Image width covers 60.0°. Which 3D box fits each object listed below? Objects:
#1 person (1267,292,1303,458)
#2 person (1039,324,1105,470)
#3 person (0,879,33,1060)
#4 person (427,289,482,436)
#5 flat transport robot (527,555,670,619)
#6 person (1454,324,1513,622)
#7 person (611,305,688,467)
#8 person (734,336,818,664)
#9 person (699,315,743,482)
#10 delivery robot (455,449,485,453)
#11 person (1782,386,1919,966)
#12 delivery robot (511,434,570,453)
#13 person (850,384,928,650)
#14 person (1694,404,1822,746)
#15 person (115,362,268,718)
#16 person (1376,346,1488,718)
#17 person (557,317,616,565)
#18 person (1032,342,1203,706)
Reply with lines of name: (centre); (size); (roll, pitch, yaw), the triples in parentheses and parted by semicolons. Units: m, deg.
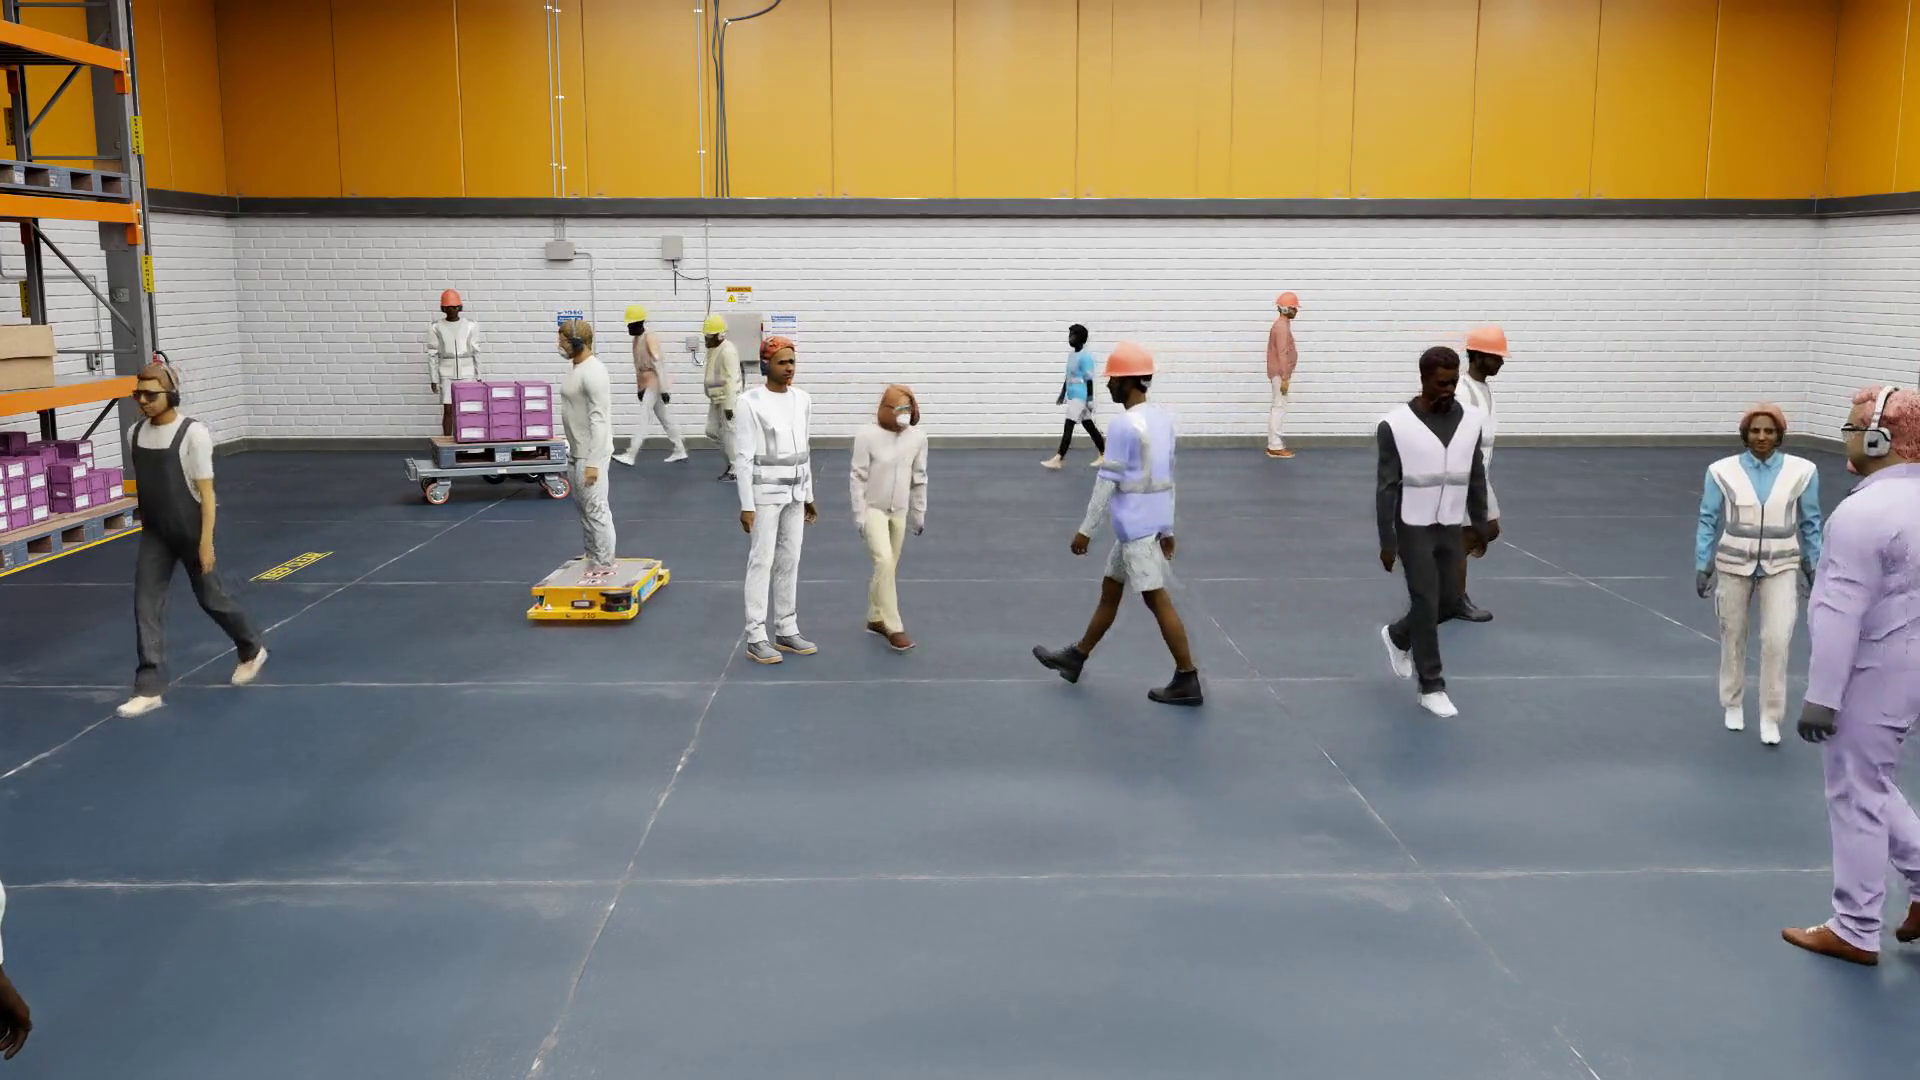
person: (3.896, -1.978, 20.033); (0.392, 1.986, 0.632); (1, 9, 6)
person: (1.343, -1.616, 18.815); (0.886, 1.651, 0.536); (-2, 9, -10)
person: (-1.913, 0.811, 2.877); (0.379, 1.996, 0.611); (3, 10, 20)
person: (-5.992, -1.960, 19.780); (0.612, 2.033, 0.430); (-4, 10, -21)
flat transport robot: (-2.417, 0.308, 11.236); (0.652, 0.197, 1.431); (0, 9, 1)
person: (3.266, -0.426, 10.708); (0.502, 1.915, 0.543); (8, 12, 39)
person: (-3.612, -1.775, 19.170); (1.019, 1.856, 0.674); (-5, 10, -26)
person: (-1.057, -0.239, 9.650); (0.344, 1.880, 0.590); (7, 12, 38)
person: (-2.528, -1.479, 17.565); (0.509, 1.790, 0.620); (-5, 11, -29)
delivery robot: (-5.175, -0.925, 17.643); (0.707, 0.478, 0.477); (-2, 9, -13)
person: (2.968, 0.452, 5.386); (0.644, 1.895, 0.449); (-7, 12, -39)
delivery robot: (-4.478, -0.966, 17.890); (0.707, 0.478, 0.477); (-7, 12, -39)
person: (-0.397, -0.138, 9.949); (0.508, 1.579, 0.805); (-6, 11, -34)
person: (3.816, 0.162, 7.970); (0.557, 1.616, 0.665); (4, 10, 22)
person: (-4.059, -0.041, 8.731); (0.517, 1.805, 0.955); (2, 10, 14)
person: (2.385, -0.068, 8.595); (0.653, 1.886, 0.667); (-3, 10, -18)
person: (-2.585, -0.564, 11.500); (0.371, 1.935, 0.627); (-4, 10, -25)
person: (0.856, -0.091, 8.746); (1.031, 1.875, 0.547); (5, 10, 27)
